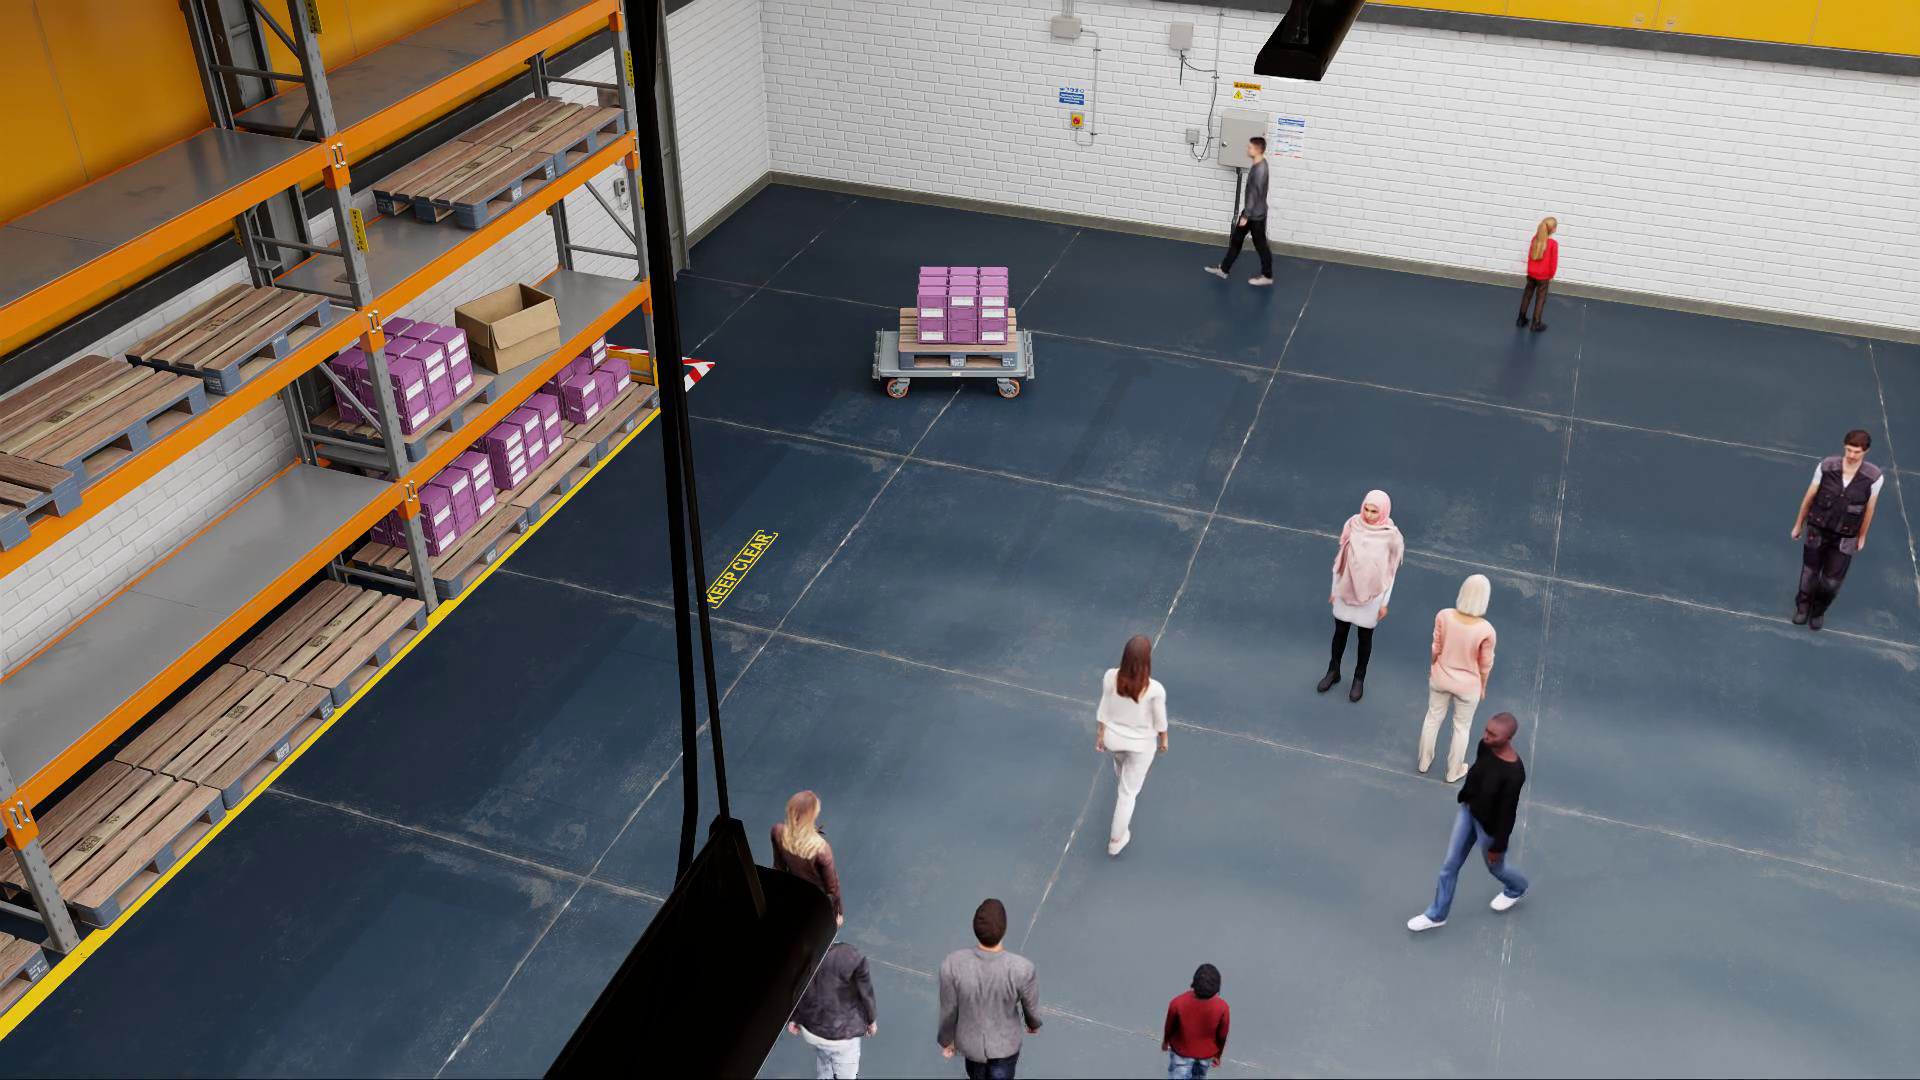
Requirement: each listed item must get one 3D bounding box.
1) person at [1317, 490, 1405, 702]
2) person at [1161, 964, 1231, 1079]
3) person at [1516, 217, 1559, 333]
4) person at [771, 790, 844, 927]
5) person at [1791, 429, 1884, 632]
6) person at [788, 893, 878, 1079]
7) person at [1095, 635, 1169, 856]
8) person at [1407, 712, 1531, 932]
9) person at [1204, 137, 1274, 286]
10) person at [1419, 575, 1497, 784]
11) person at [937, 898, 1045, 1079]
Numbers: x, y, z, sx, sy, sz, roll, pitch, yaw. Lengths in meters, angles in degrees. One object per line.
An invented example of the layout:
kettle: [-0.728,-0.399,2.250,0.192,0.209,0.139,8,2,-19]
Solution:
person: [3.037,0.407,12.622,0.657,1.804,0.631,16,37,23]
person: [1.323,2.897,9.385,0.690,1.240,0.895,-1,34,-2]
person: [6.293,-2.898,18.066,0.607,1.281,0.575,-25,41,-33]
person: [-0.921,2.185,10.037,0.640,1.704,0.566,18,38,25]
person: [7.057,-0.129,13.403,0.752,1.832,0.738,21,39,28]
person: [-0.737,2.730,9.125,0.726,1.807,1.053,6,34,8]
person: [1.128,1.414,11.250,0.707,1.645,1.078,16,37,22]
person: [3.426,1.798,10.610,1.133,1.715,1.120,-12,35,-17]
person: [3.431,-3.695,18.861,0.888,1.729,1.030,1,34,1]
person: [3.528,0.984,11.825,0.655,1.725,0.608,22,39,29]
person: [0.146,2.775,9.047,0.858,1.817,1.240,5,34,8]
